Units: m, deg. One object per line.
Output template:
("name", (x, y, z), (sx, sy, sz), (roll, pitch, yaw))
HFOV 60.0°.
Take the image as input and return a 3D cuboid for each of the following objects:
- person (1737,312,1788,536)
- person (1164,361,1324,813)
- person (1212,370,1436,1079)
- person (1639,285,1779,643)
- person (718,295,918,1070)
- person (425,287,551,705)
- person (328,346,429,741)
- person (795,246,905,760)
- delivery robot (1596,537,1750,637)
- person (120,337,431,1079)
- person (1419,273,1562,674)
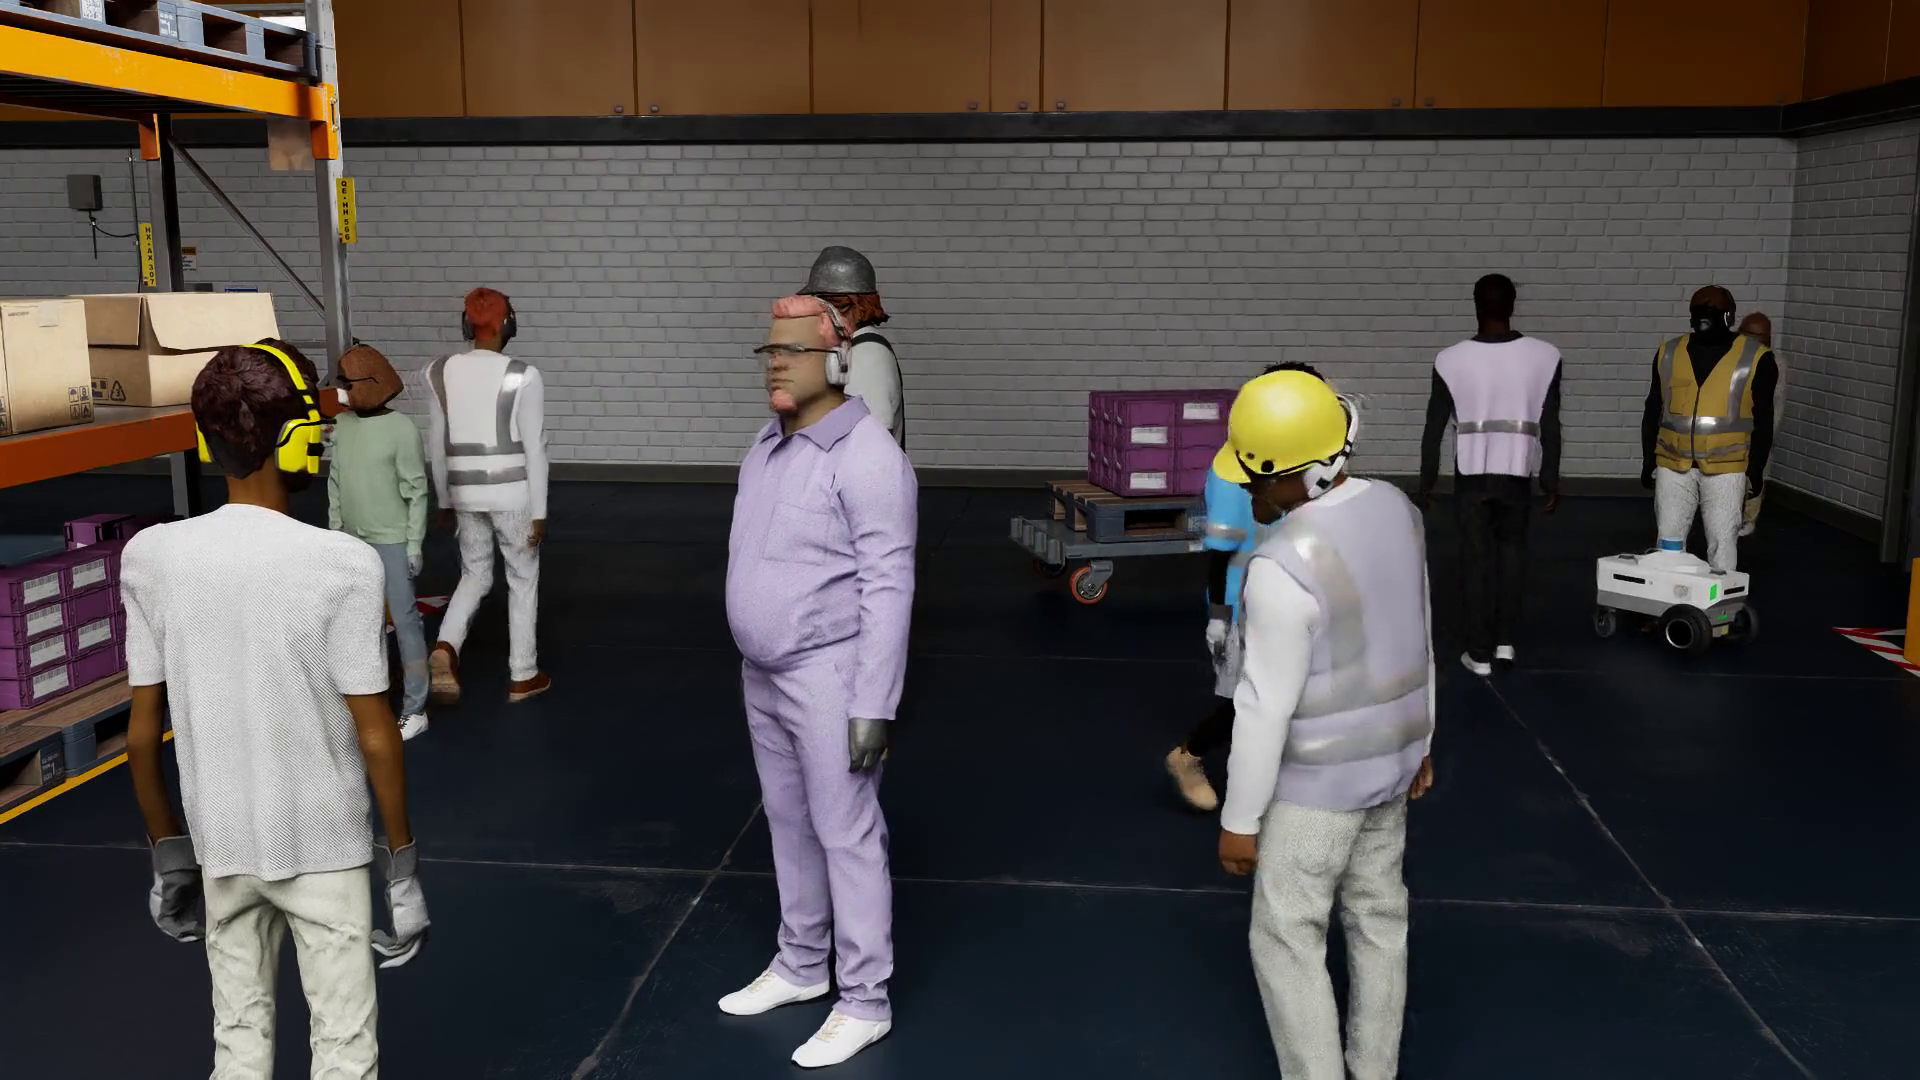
("person", (5.468, -0.784, 11.558), (0.698, 1.581, 0.516), (-9, 14, -43))
("person", (0.978, 0.219, 5.597), (0.550, 1.666, 0.563), (-5, 11, -28))
("person", (0.830, 0.508, 3.677), (0.406, 1.783, 0.702), (10, 14, 44))
("person", (3.846, -0.392, 8.626), (0.634, 1.841, 0.429), (8, 13, 39))
("person", (-0.387, 0.352, 4.182), (0.405, 1.908, 0.659), (-7, 12, -35))
("person", (-2.082, -0.168, 7.281), (0.587, 1.865, 0.679), (2, 10, 13))
("person", (-2.408, 0.019, 6.871), (0.498, 1.633, 0.284), (5, 11, 28))
("person", (-0.489, -0.141, 6.621), (0.538, 2.000, 0.688), (-1, 10, -8))
("delivery robot", (3.620, 0.229, 8.485), (0.477, 0.478, 0.707), (-6, 12, -33))
("person", (-1.210, 0.577, 2.997), (0.534, 1.869, 0.315), (2, 10, 9))
("person", (2.529, -0.318, 8.001), (0.631, 1.904, 0.591), (1, 10, 6))
